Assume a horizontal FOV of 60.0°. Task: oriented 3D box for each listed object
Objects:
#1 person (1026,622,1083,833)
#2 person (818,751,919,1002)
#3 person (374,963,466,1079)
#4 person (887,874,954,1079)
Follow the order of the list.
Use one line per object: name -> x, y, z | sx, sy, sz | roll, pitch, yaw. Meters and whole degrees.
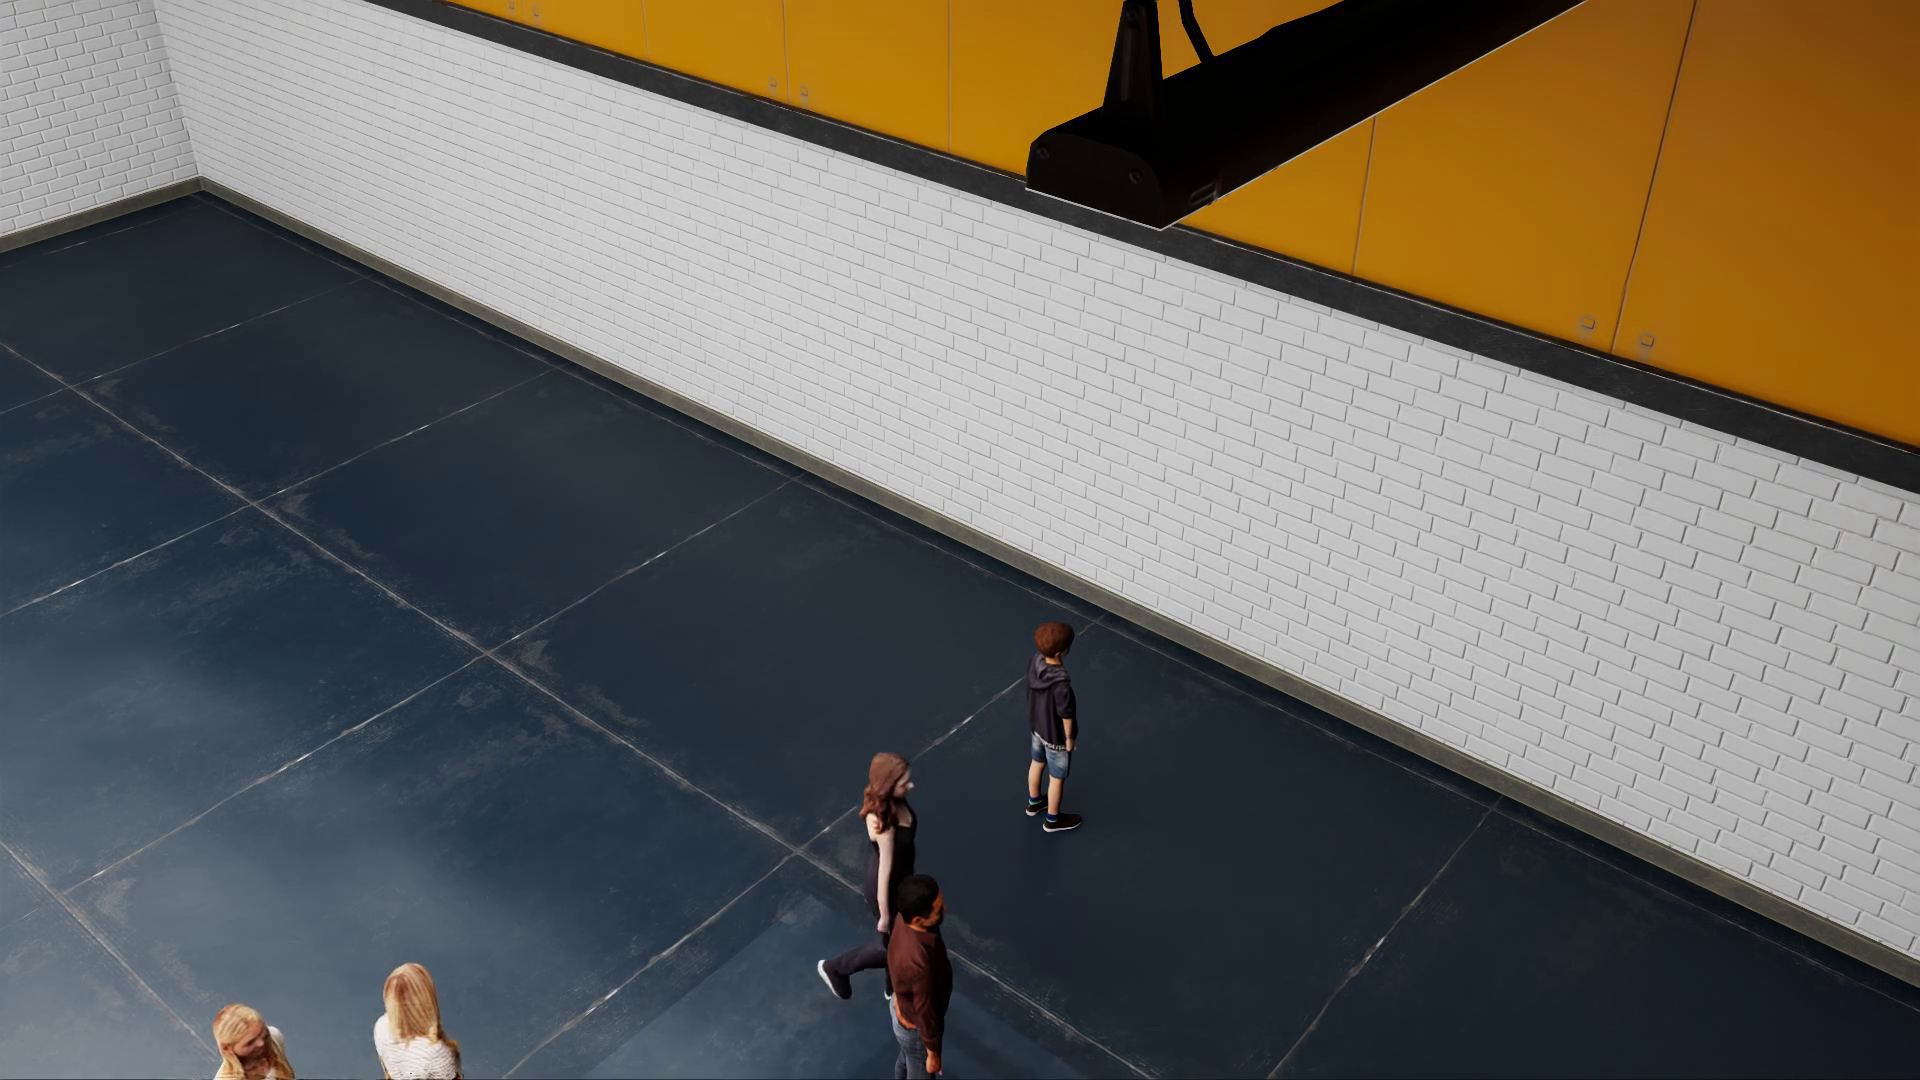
person -> 0.537, 1.080, 9.723 | 0.605, 1.447, 0.595 | -19, 38, -26
person -> -0.442, 1.749, 8.457 | 0.918, 1.733, 0.889 | 1, 34, 2
person -> -2.307, 2.580, 7.138 | 0.735, 1.811, 0.845 | 15, 37, 22
person -> -0.200, 2.218, 7.710 | 0.745, 1.779, 0.710 | -5, 34, -8
